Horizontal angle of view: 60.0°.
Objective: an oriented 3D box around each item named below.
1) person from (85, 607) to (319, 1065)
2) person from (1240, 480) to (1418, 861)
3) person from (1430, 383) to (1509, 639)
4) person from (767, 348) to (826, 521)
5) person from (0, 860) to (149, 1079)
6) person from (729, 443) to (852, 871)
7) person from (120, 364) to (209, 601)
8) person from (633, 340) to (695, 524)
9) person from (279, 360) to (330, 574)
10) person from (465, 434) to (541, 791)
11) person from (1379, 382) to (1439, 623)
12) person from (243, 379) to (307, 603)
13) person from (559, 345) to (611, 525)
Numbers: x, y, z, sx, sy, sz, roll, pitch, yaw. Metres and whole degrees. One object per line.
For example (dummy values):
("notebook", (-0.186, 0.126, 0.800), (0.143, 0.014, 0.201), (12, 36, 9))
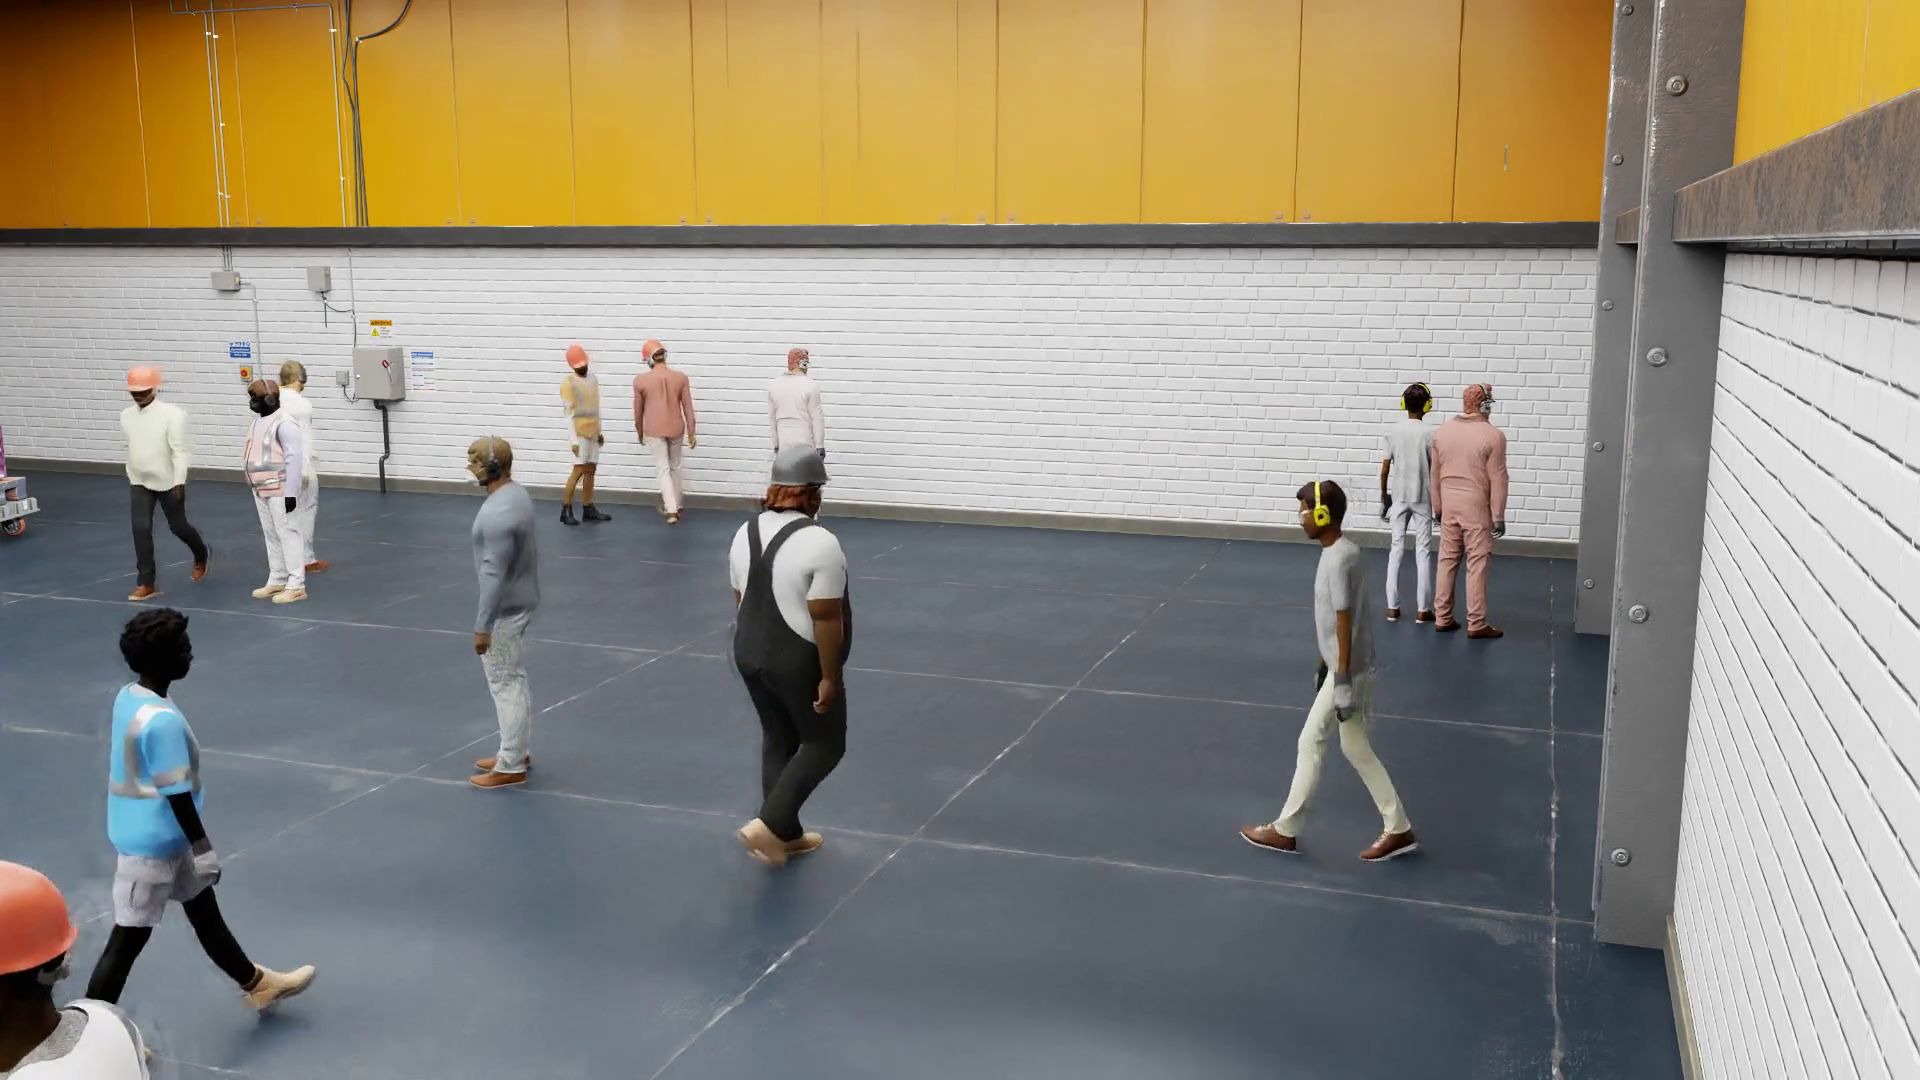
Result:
("person", (-2.812, 1.053, 5.978), (0.893, 1.642, 0.553), (-7, 12, -34))
("person", (1.813, 0.630, 7.925), (0.842, 1.816, 0.602), (3, 11, 17))
("person", (3.830, -0.222, 12.452), (0.399, 1.907, 0.644), (-7, 12, -34))
("person", (-1.609, -0.973, 16.701), (0.639, 1.902, 0.406), (6, 12, 30))
("person", (-1.586, 1.470, 2.999), (1.005, 1.885, 0.557), (-3, 11, -17))
("person", (-0.799, 0.545, 7.749), (0.701, 2.000, 0.672), (9, 13, 40))
("person", (-6.682, -0.511, 13.956), (0.626, 1.962, 0.886), (2, 10, 9))
("person", (-3.121, -1.139, 17.594), (0.630, 1.933, 0.844), (-6, 12, -30))
("person", (-5.912, -0.663, 14.953), (0.646, 1.902, 0.527), (9, 13, 40))
("person", (-2.474, 0.387, 8.958), (0.414, 1.932, 0.648), (-1, 10, -6))
("person", (3.519, -0.287, 12.929), (0.517, 1.869, 0.328), (6, 12, 29))
("person", (-5.637, -0.404, 13.660), (0.634, 1.839, 0.429), (9, 13, 41))
("person", (-3.987, -1.105, 17.487), (0.447, 1.893, 0.601), (4, 11, 20))
